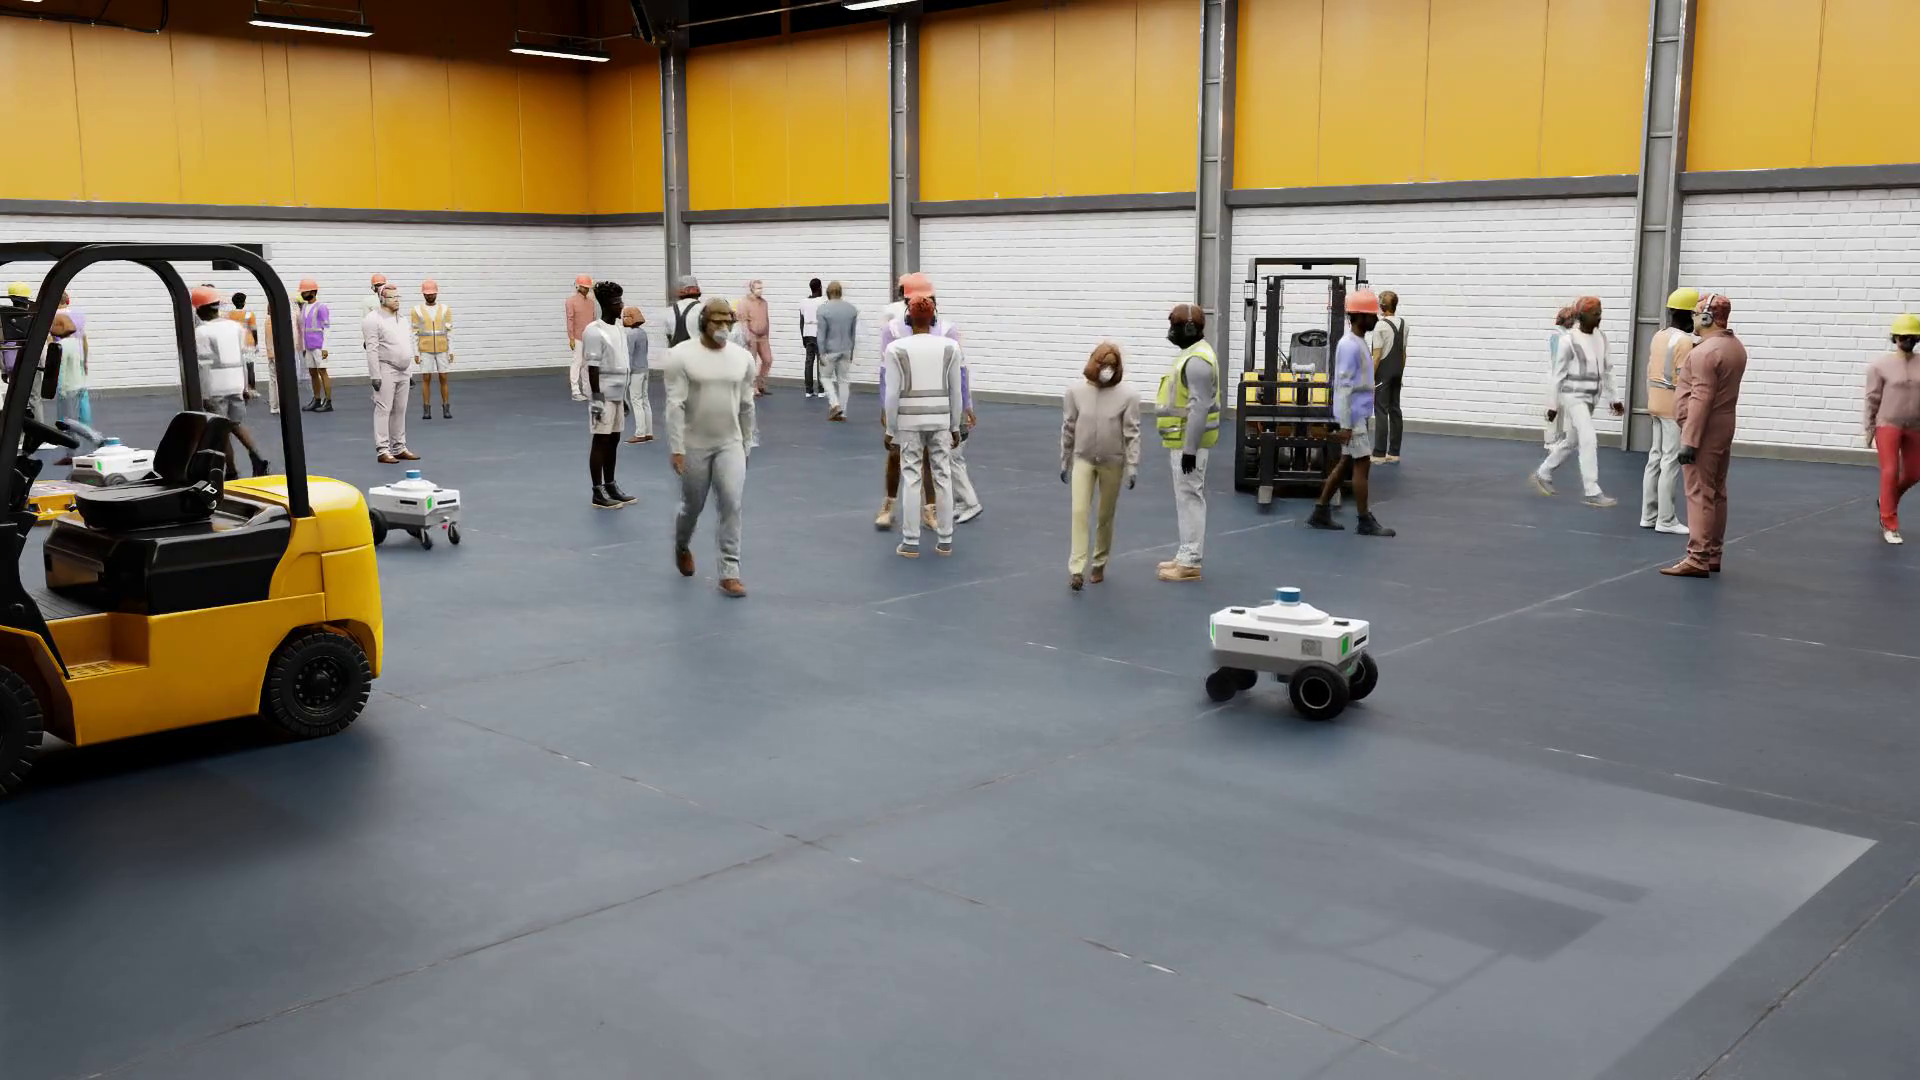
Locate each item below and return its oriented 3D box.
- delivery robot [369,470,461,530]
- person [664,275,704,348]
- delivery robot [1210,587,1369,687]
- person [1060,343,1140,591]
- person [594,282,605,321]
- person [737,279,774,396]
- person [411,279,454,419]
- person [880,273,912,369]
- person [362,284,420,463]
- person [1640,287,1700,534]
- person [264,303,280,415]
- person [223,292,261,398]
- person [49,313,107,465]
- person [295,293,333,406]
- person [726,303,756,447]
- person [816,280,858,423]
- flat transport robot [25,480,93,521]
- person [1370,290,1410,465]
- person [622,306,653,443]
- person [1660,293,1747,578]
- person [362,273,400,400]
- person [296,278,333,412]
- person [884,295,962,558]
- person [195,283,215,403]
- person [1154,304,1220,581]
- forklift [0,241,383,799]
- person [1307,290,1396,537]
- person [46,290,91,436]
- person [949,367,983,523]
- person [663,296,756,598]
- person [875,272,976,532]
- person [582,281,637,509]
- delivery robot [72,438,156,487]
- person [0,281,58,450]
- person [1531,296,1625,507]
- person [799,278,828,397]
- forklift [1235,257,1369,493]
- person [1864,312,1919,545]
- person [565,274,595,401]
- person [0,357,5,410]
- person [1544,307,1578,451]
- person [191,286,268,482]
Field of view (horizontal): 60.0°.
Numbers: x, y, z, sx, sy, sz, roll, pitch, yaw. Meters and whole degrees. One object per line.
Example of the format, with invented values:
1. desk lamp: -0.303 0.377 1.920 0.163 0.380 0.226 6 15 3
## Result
1. delivery robot: -4.096 -0.282 12.496 0.707 0.478 0.477 5 11 31
2. person: -3.102 -2.147 19.679 0.713 2.000 0.630 5 11 30
3. delivery robot: 1.556 0.469 7.895 0.707 0.478 0.477 6 11 31
4. person: 0.893 -0.462 10.688 0.518 1.584 0.860 1 9 9
5. person: -6.137 -3.499 28.562 0.415 1.855 0.511 2 9 13
6. person: -3.325 -3.295 27.151 0.451 1.898 0.668 9 13 42
7. person: -7.271 -2.626 22.964 0.542 1.929 0.382 -4 10 -24
8. person: -0.620 -2.133 19.647 0.620 2.021 0.557 1 9 5
9. person: -6.084 -1.781 17.847 0.409 1.908 0.639 3 10 19
10. person: 5.610 -1.011 13.059 0.374 1.925 0.595 0 9 -2
11. person: -9.685 -2.593 23.635 0.522 1.640 0.305 8 12 40
12. person: -11.515 -3.117 26.677 0.540 1.696 0.316 -1 9 -4
13. person: -9.296 -1.573 17.467 0.547 1.622 0.507 -2 9 -10
14. person: -9.809 -2.821 24.733 0.729 1.740 0.528 -3 10 -20
15. person: -2.745 -1.907 19.220 0.824 1.698 0.482 -3 10 -20
16. person: -1.667 -2.517 22.328 0.628 1.925 0.431 -6 11 -31
17. flat transport robot: -7.720 -0.346 14.047 1.431 0.197 0.652 8 12 41
18. person: 4.516 -1.716 17.634 0.508 1.846 0.345 -6 11 -34
19. person: -3.862 -1.968 19.856 0.282 1.626 0.502 2 9 12
20. person: 5.012 -0.701 11.223 0.408 1.908 0.646 8 12 41
21. person: -9.143 -3.207 26.315 0.609 1.995 0.378 -8 12 -40
22. person: -9.354 -2.810 24.063 0.551 1.933 0.376 7 11 35
23. person: -0.265 -0.810 11.959 0.572 1.883 0.355 -3 10 -15
24. person: -11.358 -2.923 24.993 0.481 1.854 0.558 -2 10 -15
25. person: 1.509 -0.648 11.099 0.429 1.842 0.649 0 9 2
26. forklift: -3.706 -0.171 7.093 1.214 2.155 2.313 9 13 43
27. person: 3.074 -0.990 12.993 0.618 1.932 0.557 3 10 20
28. person: -10.961 -2.166 20.414 0.401 1.836 0.565 5 10 28
29. person: -0.053 -0.949 13.642 0.394 1.612 0.530 -3 10 -20
30. person: -1.631 -0.617 10.735 0.627 1.909 0.889 -4 10 -24
31. person: -0.274 -1.071 13.088 0.816 2.044 0.504 0 9 -1
32. person: -3.050 -1.261 14.468 0.373 1.966 0.607 2 10 14
33. delivery robot: -7.565 -0.671 14.885 0.477 0.478 0.707 3 10 16
34. person: -10.677 -1.978 18.985 0.591 1.927 0.366 0 9 1
35. person: 5.465 -1.247 14.787 0.571 1.851 0.959 -6 11 -34
36. person: -2.334 -3.273 26.948 0.591 1.922 0.391 6 11 31
37. forklift: 3.309 -1.629 16.029 1.214 2.155 2.313 2 9 11
38. person: 7.181 -0.871 12.735 0.524 1.744 0.723 1 9 7
39. person: -5.946 -3.191 26.248 0.389 1.986 0.608 5 11 29
40. person: -12.207 -2.218 20.730 0.643 1.834 0.457 -2 9 -12
41. person: 6.866 -1.835 18.992 0.311 1.639 0.512 7 12 38
42. person: -6.902 -1.423 15.628 0.544 1.912 0.586 5 10 26
